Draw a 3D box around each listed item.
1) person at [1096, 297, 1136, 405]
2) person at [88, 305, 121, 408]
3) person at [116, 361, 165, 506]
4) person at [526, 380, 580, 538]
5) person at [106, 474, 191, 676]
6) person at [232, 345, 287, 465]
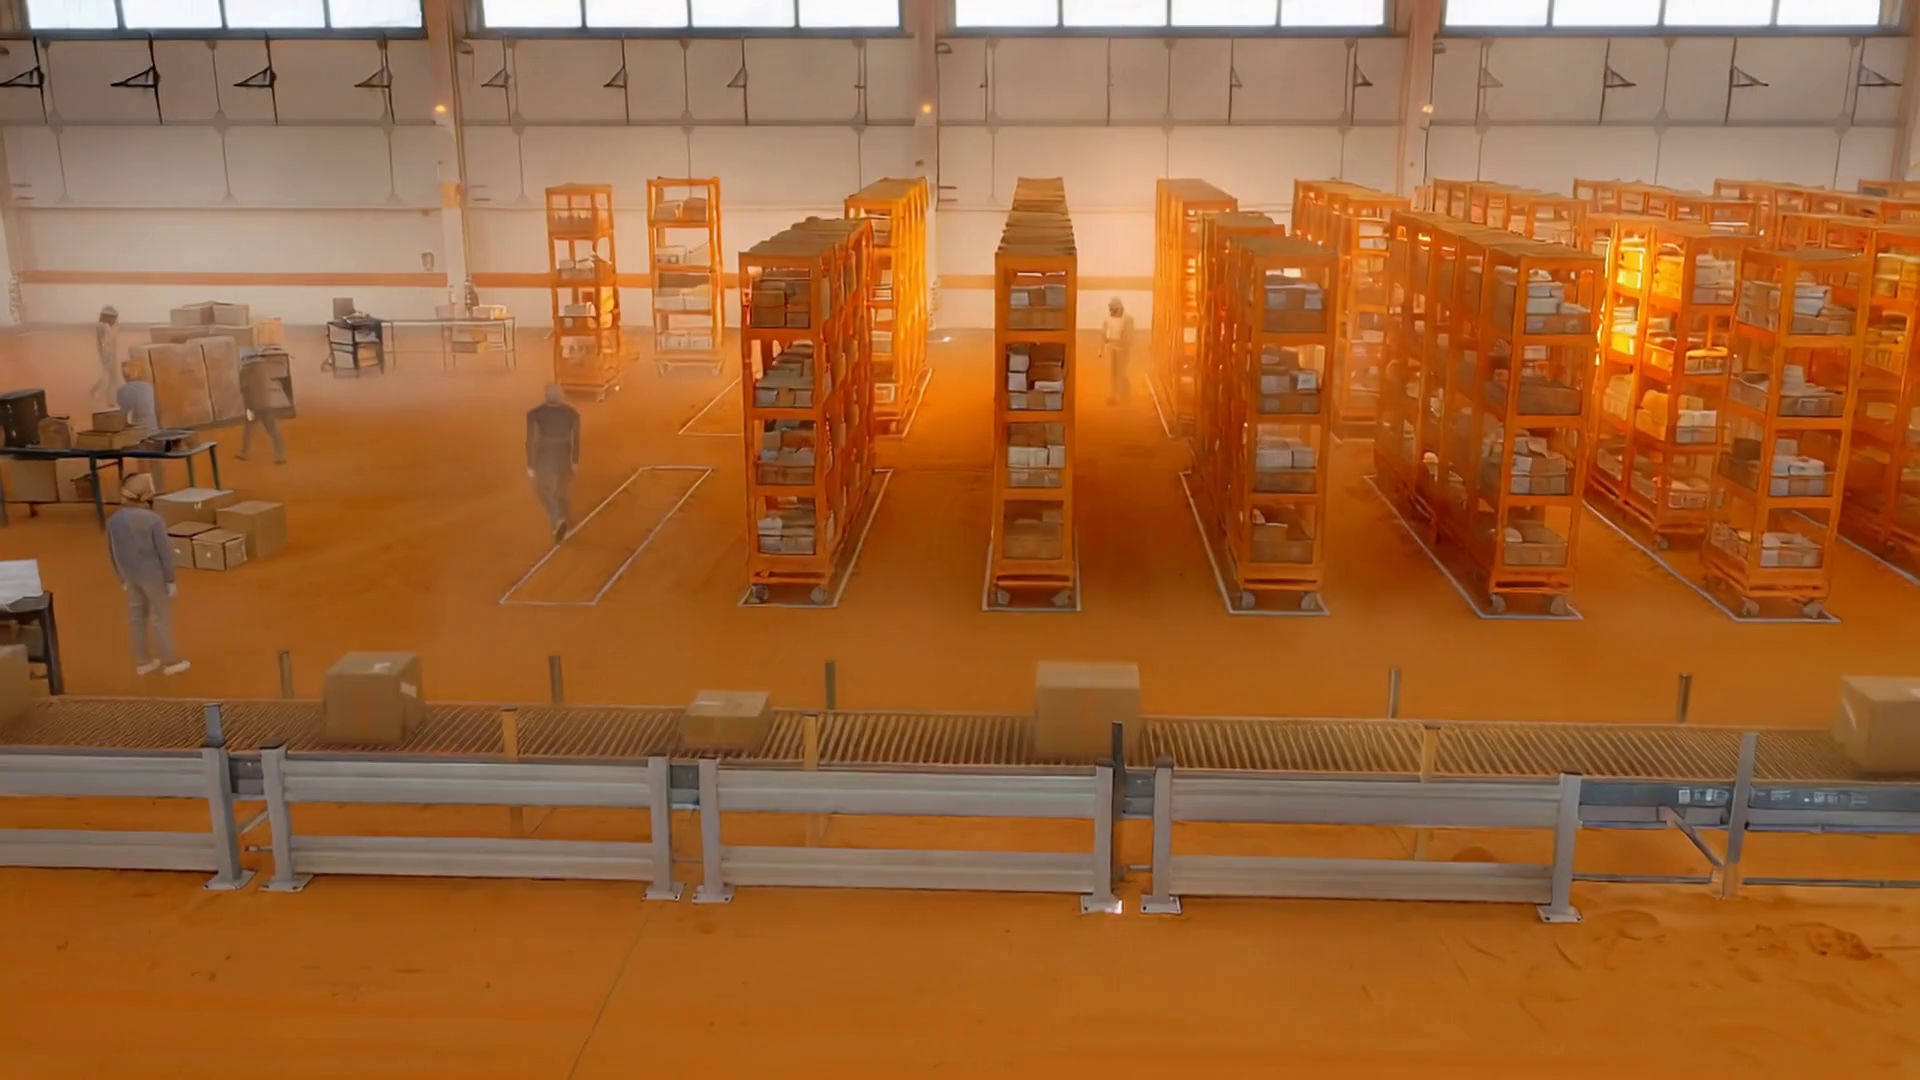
[{"bbox_3d":[2.608,-3.147,27.812,0.626,1.798,0.506,14,21,42],"label":"person"},{"bbox_3d":[-14.172,-3.042,27.589,0.540,1.710,0.513,1,15,4],"label":"person"},{"bbox_3d":[-10.360,-1.348,21.045,0.374,1.843,0.568,4,16,15],"label":"person"},{"bbox_3d":[-4.729,-0.926,19.399,0.655,1.883,0.537,-11,19,-36],"label":"person"},{"bbox_3d":[-7.280,0.314,14.899,0.592,1.833,0.404,3,15,13],"label":"person"},{"bbox_3d":[-9.882,-1.888,23.357,0.866,1.680,0.587,6,16,23],"label":"person"}]
